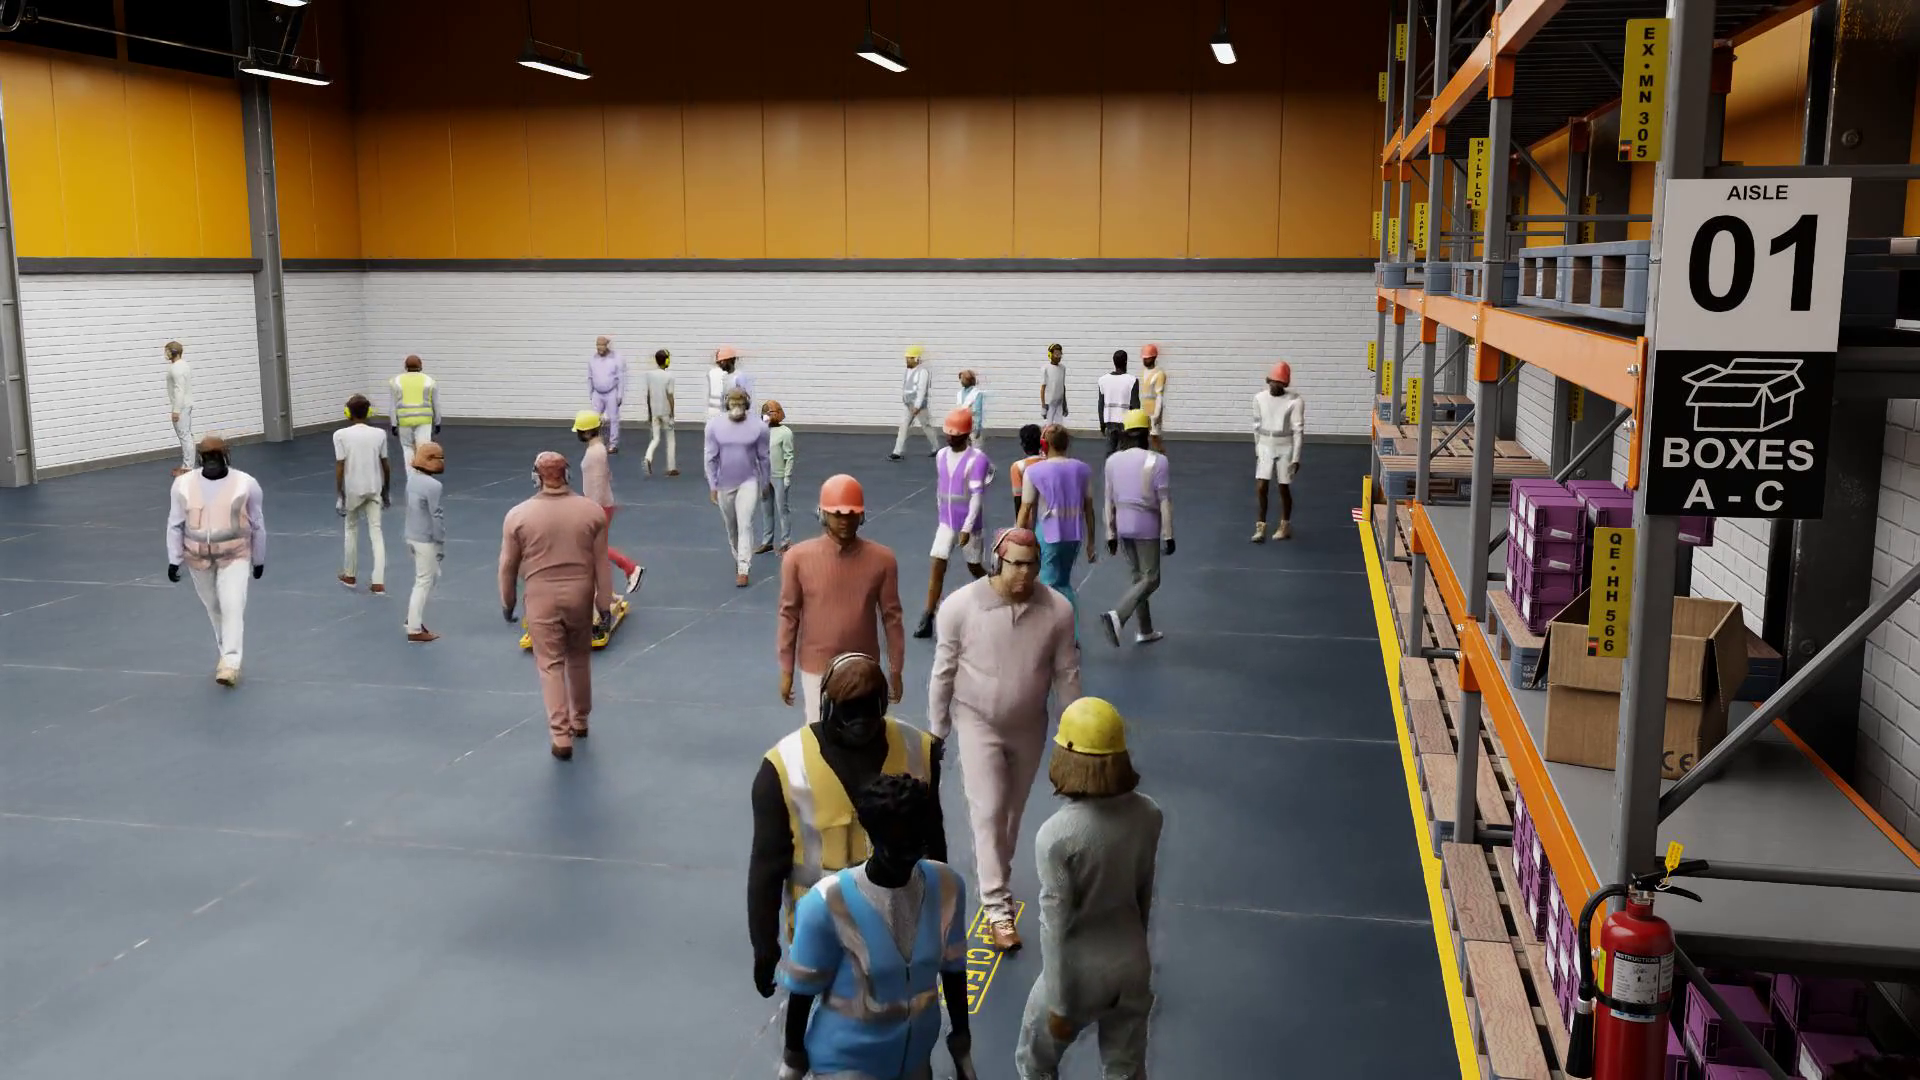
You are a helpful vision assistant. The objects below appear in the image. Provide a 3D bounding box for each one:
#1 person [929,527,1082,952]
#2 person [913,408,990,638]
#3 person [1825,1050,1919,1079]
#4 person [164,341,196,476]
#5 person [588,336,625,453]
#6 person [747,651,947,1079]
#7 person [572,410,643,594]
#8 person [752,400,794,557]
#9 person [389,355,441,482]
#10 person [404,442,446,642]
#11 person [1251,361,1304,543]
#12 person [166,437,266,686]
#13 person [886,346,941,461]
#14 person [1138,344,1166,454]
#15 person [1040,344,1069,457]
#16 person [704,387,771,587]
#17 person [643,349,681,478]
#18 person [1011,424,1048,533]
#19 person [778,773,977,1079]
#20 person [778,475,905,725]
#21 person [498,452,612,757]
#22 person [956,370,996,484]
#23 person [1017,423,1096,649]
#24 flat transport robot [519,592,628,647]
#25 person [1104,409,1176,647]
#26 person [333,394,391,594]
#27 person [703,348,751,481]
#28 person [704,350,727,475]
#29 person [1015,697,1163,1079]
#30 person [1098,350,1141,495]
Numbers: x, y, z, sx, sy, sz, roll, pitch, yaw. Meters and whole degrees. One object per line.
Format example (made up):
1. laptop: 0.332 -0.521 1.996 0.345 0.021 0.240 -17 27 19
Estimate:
1. person: 0.238 0.874 7.470 0.662 1.862 0.885 -3 10 -18
2. person: 0.029 -0.159 13.678 0.561 1.886 0.954 7 12 36
3. person: 1.461 1.700 2.315 0.632 1.930 0.684 -4 10 -21
4. person: -11.204 -1.886 23.885 0.372 1.940 0.627 -3 10 -17
5. person: -5.680 -2.318 26.644 0.659 1.890 0.503 2 10 9
6. person: -0.338 1.258 5.287 0.665 1.826 0.527 -3 10 -15
7. person: -3.218 -0.315 15.021 0.521 1.743 0.551 -3 10 -16
8. person: -1.949 -0.647 17.335 0.500 1.633 0.283 6 11 34
9. person: -7.350 -1.593 22.502 0.653 1.808 0.843 -2 10 -14
10. person: -4.328 0.019 13.411 0.421 1.605 0.510 -9 13 -42
11. person: 3.433 -0.944 18.034 0.626 1.987 0.878 6 11 32
12. person: -5.415 0.145 12.112 0.628 1.792 0.975 -1 10 -8
13. person: -0.675 -2.106 25.694 0.963 1.789 0.591 -8 12 -38
14. person: 2.575 -1.791 23.365 0.735 1.916 0.575 -6 11 -33
15. person: 1.418 -2.009 24.894 0.524 1.856 0.340 -8 13 -42
16. person: -2.112 -0.546 15.975 0.620 1.897 0.956 0 9 0
17. person: -4.277 -1.794 23.628 0.529 1.841 0.739 4 10 20
18. person: 0.704 -0.177 14.420 0.529 1.668 0.816 -5 11 -30
19. person: -0.210 1.446 4.626 0.538 1.672 0.427 -7 12 -37
20. person: -0.575 0.659 8.414 0.645 1.978 0.596 -3 10 -17
21. person: -2.523 0.388 10.392 0.665 1.879 0.740 -4 10 -25
22. person: 0.180 -1.522 22.657 0.510 1.618 0.732 9 13 42
23. person: 0.730 0.021 12.739 0.601 1.822 0.485 -5 11 -29
24. flat transport robot: -3.157 0.639 13.683 0.652 0.197 1.431 -1 9 -4
25. person: 1.373 -0.082 13.140 0.600 1.900 0.724 9 13 43
26. person: -5.589 -0.441 15.491 0.541 1.834 0.863 -6 11 -33
27. person: -3.164 -1.677 22.781 0.978 1.883 0.566 -6 11 -34
28. person: -3.385 -1.824 23.864 0.599 1.825 1.016 3 10 19
29. person: 0.390 1.326 5.186 0.491 1.725 0.605 -5 11 -28
30. person: 2.082 -1.519 21.725 0.594 1.921 0.388 6 11 31
